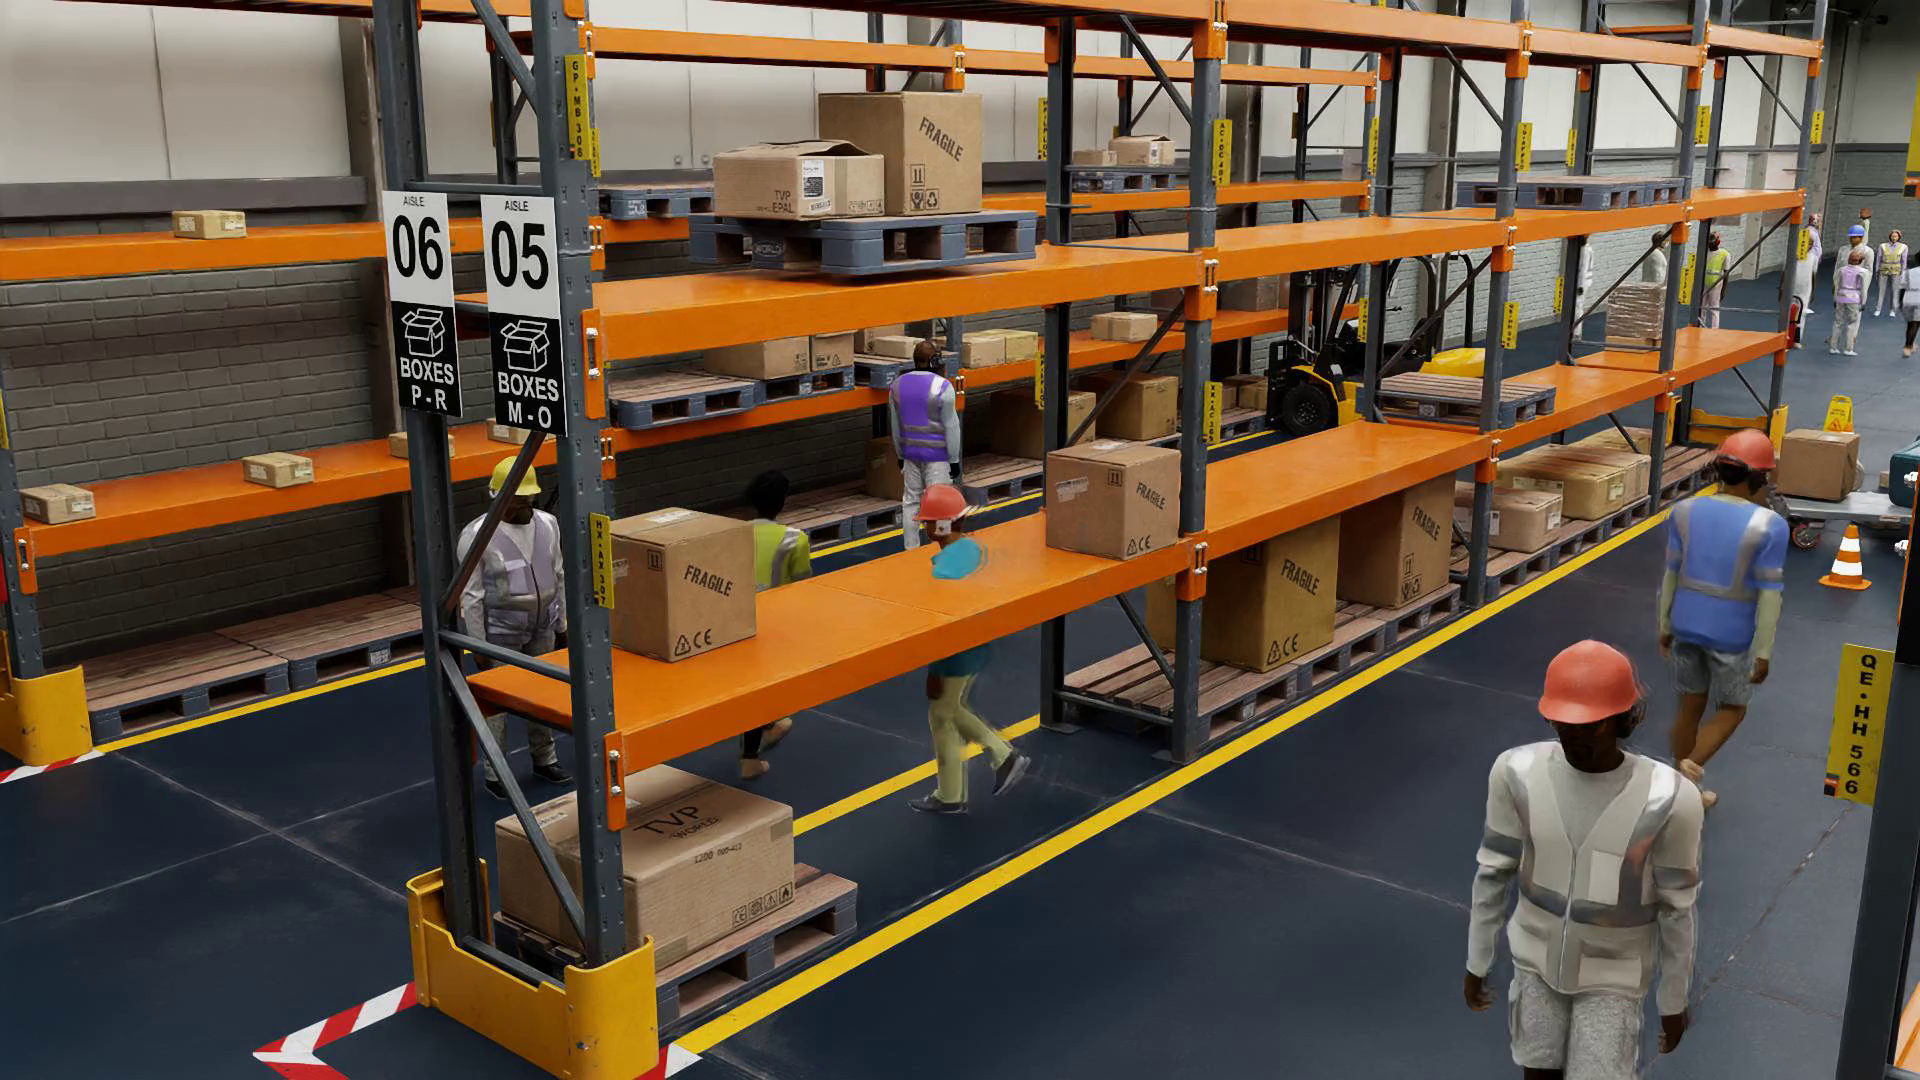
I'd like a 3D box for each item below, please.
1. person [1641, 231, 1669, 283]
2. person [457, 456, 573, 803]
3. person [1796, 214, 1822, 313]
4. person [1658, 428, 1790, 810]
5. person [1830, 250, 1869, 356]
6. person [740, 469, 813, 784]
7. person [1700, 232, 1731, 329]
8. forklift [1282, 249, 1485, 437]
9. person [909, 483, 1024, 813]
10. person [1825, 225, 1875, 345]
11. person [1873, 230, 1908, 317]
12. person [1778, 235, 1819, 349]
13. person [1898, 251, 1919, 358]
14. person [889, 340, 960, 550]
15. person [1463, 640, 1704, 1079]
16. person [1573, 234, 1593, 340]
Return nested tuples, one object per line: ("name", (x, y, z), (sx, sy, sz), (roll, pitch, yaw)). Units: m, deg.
("person", (10.762, -3.823, 25.843), (0.370, 1.940, 0.627), (2, 14, 7))
("person", (-2.298, 0.456, 8.674), (0.404, 1.823, 0.591), (12, 18, 40))
("person", (16.366, -5.329, 32.062), (0.399, 1.900, 0.645), (5, 15, 19))
("person", (3.726, 0.457, 8.261), (0.662, 2.021, 0.619), (-10, 17, -36))
("person", (13.891, -3.699, 25.980), (0.318, 1.631, 0.519), (-8, 16, -30))
("person", (-1.034, 0.435, 9.086), (0.537, 1.649, 0.831), (6, 15, 22))
("person", (12.306, -4.124, 27.260), (0.374, 1.843, 0.569), (-8, 16, -31))
("forklift", (4.886, -2.214, 18.767), (2.313, 2.155, 1.214), (11, 18, 38))
("person", (0.011, 0.565, 8.393), (0.506, 1.731, 0.568), (3, 14, 12))
("person", (14.603, -4.178, 27.267), (0.394, 1.949, 0.602), (-9, 16, -33))
("person", (17.591, -5.042, 31.453), (0.517, 1.633, 0.316), (10, 17, 35))
("person", (13.538, -4.017, 26.888), (0.536, 1.817, 0.622), (4, 14, 15))
("person", (14.821, -3.658, 25.761), (0.862, 1.655, 0.538), (-11, 17, -37))
("person", (-0.249, -0.665, 13.187), (0.621, 1.844, 0.429), (9, 17, 33))
("person", (1.806, 1.270, 4.928), (0.631, 2.023, 0.431), (11, 18, 38))
("person", (10.388, -4.291, 27.877), (0.381, 1.877, 0.596), (4, 14, 17))
